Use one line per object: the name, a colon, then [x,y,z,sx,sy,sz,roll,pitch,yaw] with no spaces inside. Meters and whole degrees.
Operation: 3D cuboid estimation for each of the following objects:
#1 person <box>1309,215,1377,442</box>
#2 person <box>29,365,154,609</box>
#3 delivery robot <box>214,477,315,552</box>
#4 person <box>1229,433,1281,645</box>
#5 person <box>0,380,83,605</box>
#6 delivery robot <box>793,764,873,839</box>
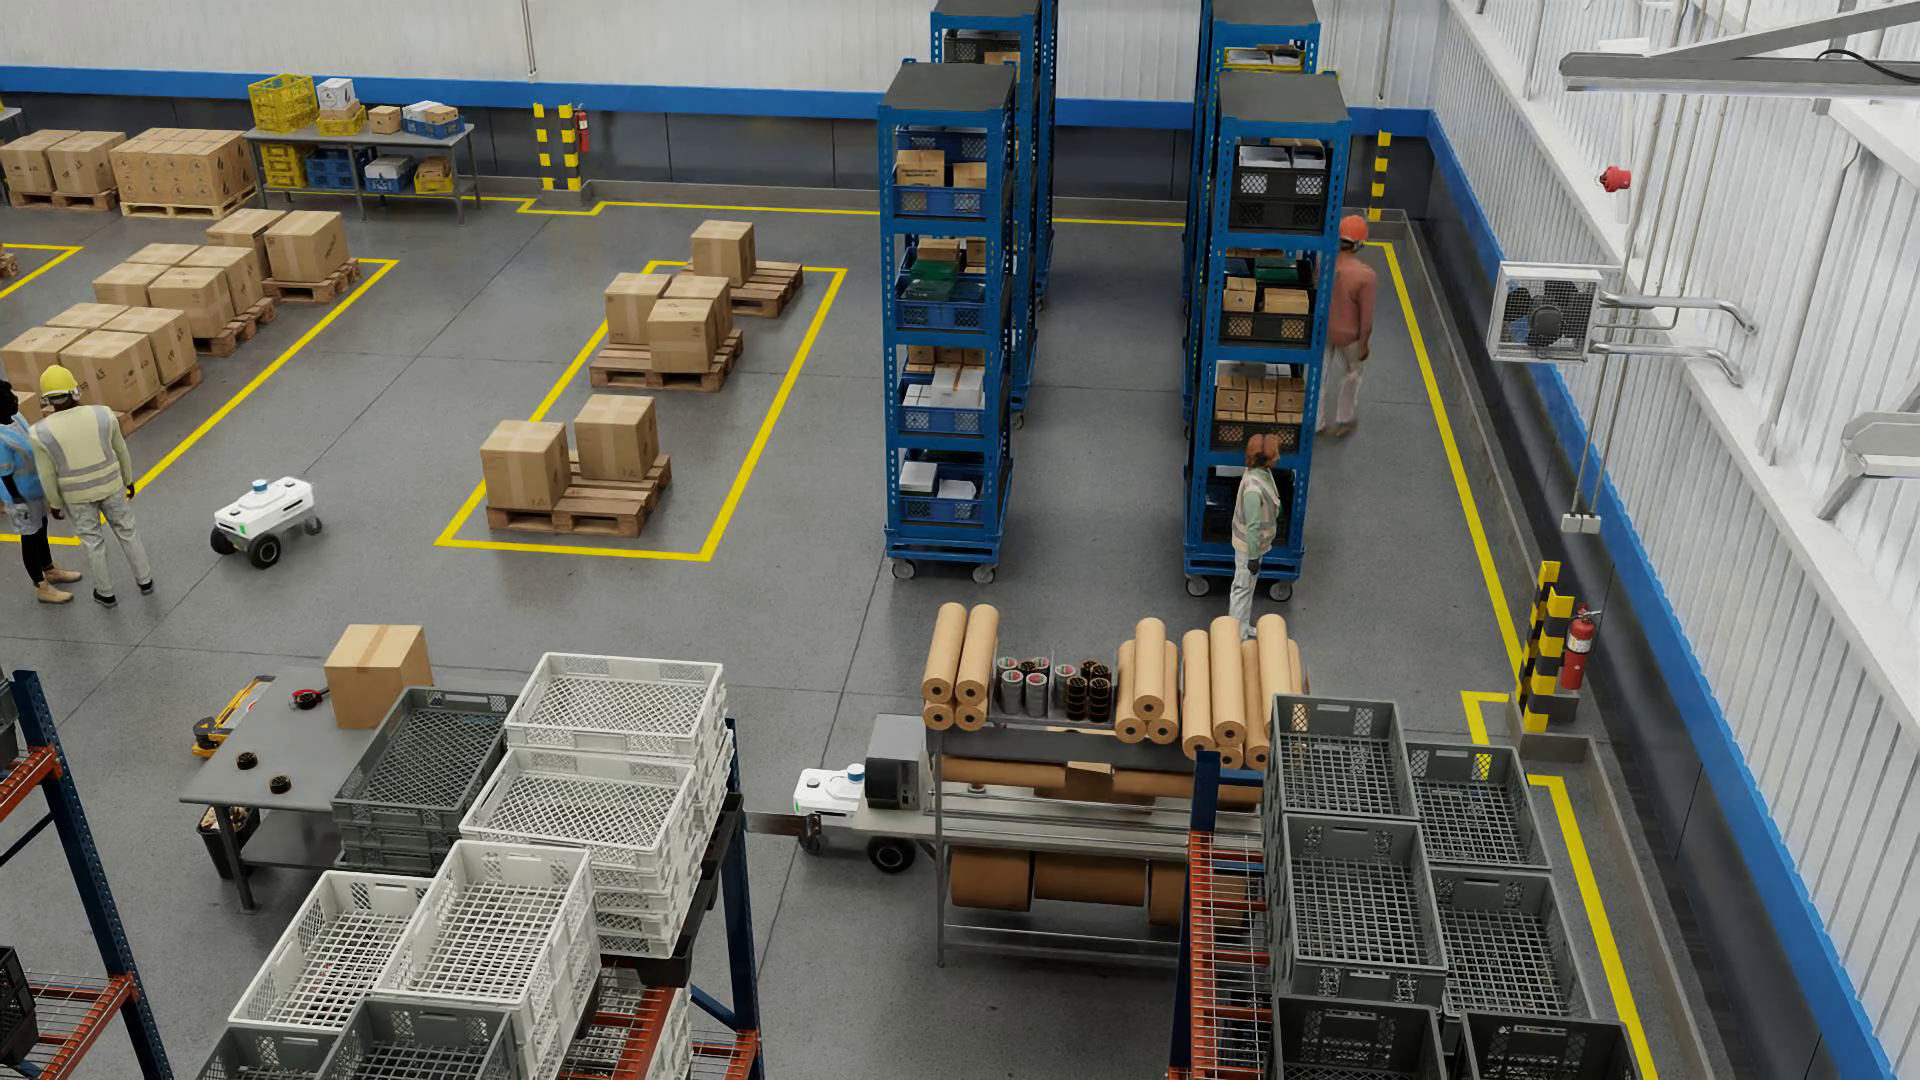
person: [3.246,-1.802,14.054,0.645,1.975,0.671,23,37,33]
person: [-6.147,-0.374,11.754,0.588,1.827,0.404,-22,37,-33]
delivery robot: [-5.288,-0.228,12.667,0.477,0.478,0.707,16,34,25]
person: [1.979,0.028,11.244,0.307,1.643,0.514,6,31,10]
person: [-6.651,-0.356,11.849,0.319,1.696,0.532,-6,31,-10]
delivery robot: [-0.599,1.520,9.665,0.707,0.478,0.477,4,31,7]
